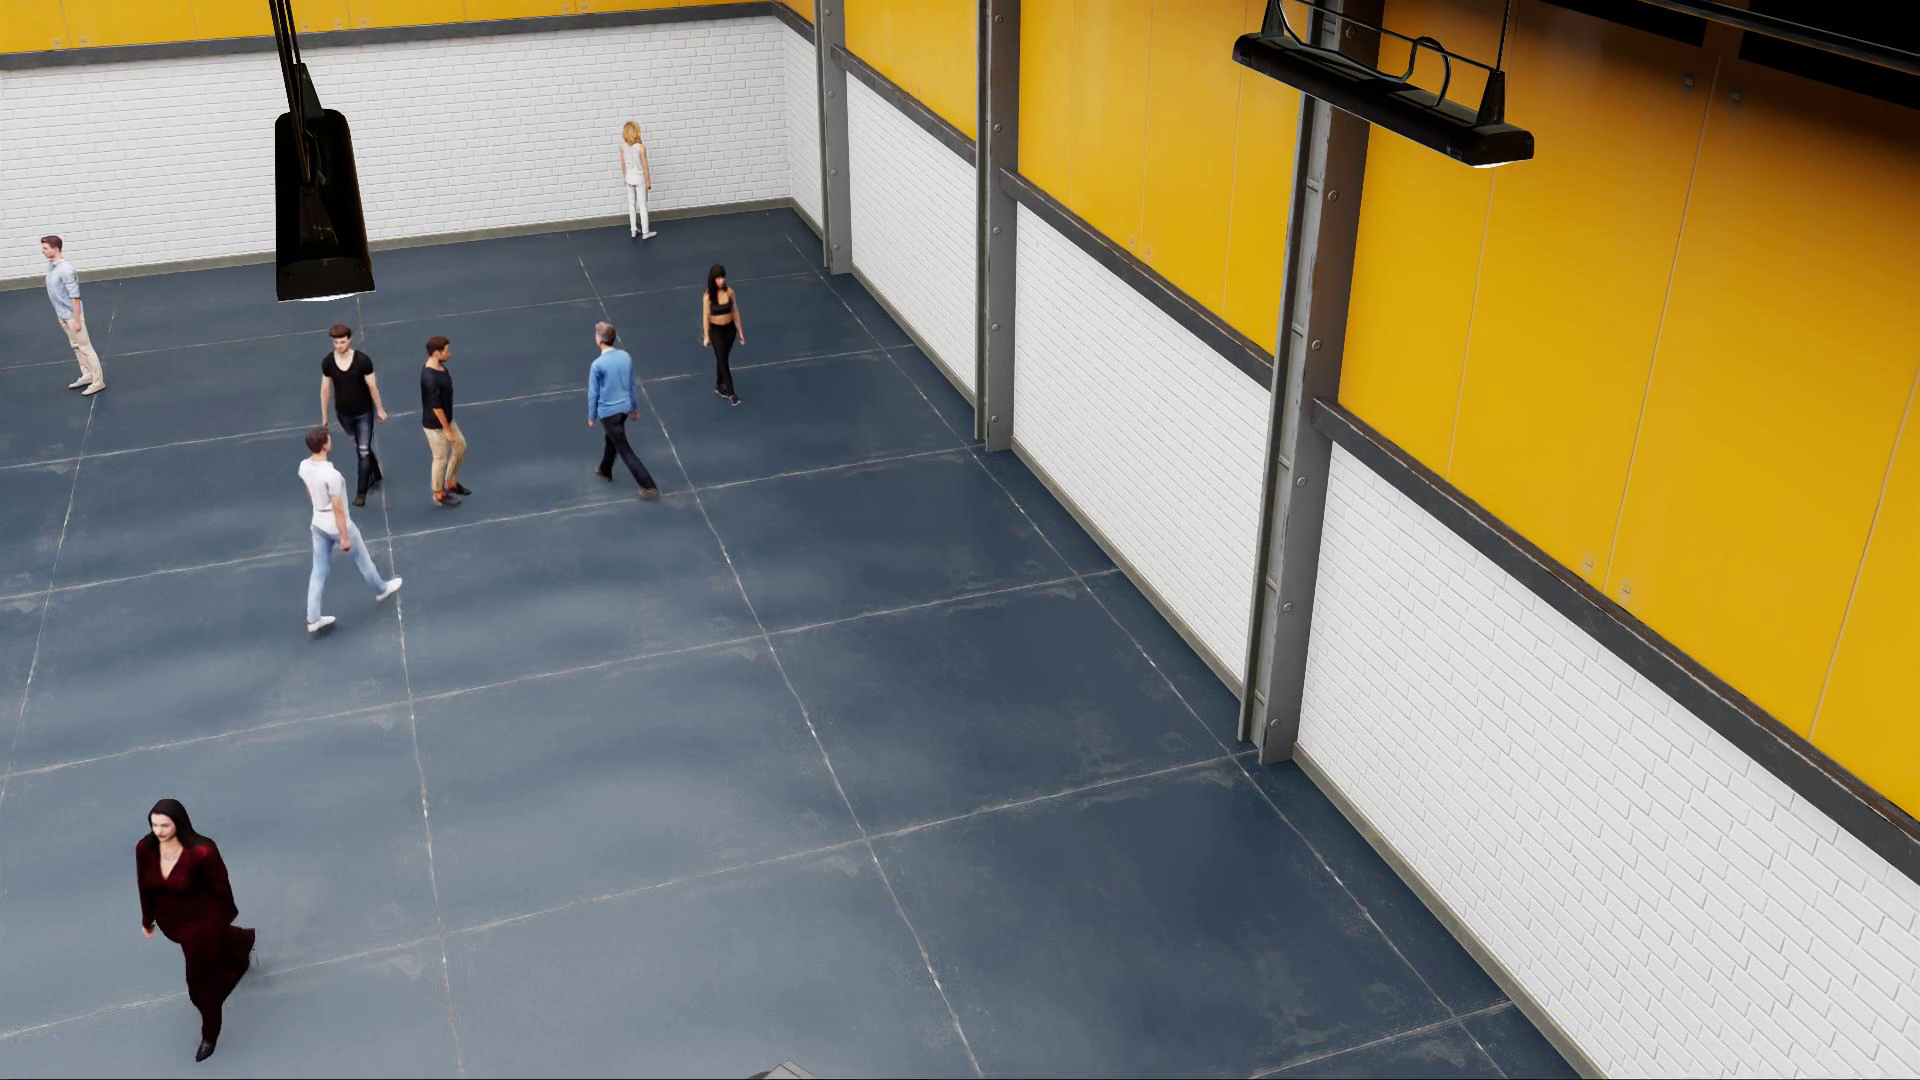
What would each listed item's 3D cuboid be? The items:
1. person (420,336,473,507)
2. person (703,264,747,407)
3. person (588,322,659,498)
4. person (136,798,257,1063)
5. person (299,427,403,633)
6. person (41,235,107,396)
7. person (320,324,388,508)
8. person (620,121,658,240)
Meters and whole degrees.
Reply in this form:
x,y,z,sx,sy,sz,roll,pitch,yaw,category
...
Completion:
x,y,z,sx,sy,sz,roll,pitch,yaw,category
-5.210,-1.145,16.342,0.820,1.825,0.691,-4,29,-7,person
-2.722,-2.351,18.770,0.750,1.618,1.040,-19,34,-30,person
-3.383,-1.257,16.612,1.311,1.763,1.116,18,34,30,person
-4.669,2.252,10.234,1.039,1.711,1.227,5,29,10,person
-5.487,-0.049,14.361,1.245,1.799,1.263,15,32,25,person
-10.132,-2.583,18.955,0.662,1.848,0.794,23,36,36,person
-6.004,-1.305,16.614,1.029,1.846,1.289,2,29,3,person
-4.667,-5.181,23.901,0.677,1.672,0.736,12,31,22,person
